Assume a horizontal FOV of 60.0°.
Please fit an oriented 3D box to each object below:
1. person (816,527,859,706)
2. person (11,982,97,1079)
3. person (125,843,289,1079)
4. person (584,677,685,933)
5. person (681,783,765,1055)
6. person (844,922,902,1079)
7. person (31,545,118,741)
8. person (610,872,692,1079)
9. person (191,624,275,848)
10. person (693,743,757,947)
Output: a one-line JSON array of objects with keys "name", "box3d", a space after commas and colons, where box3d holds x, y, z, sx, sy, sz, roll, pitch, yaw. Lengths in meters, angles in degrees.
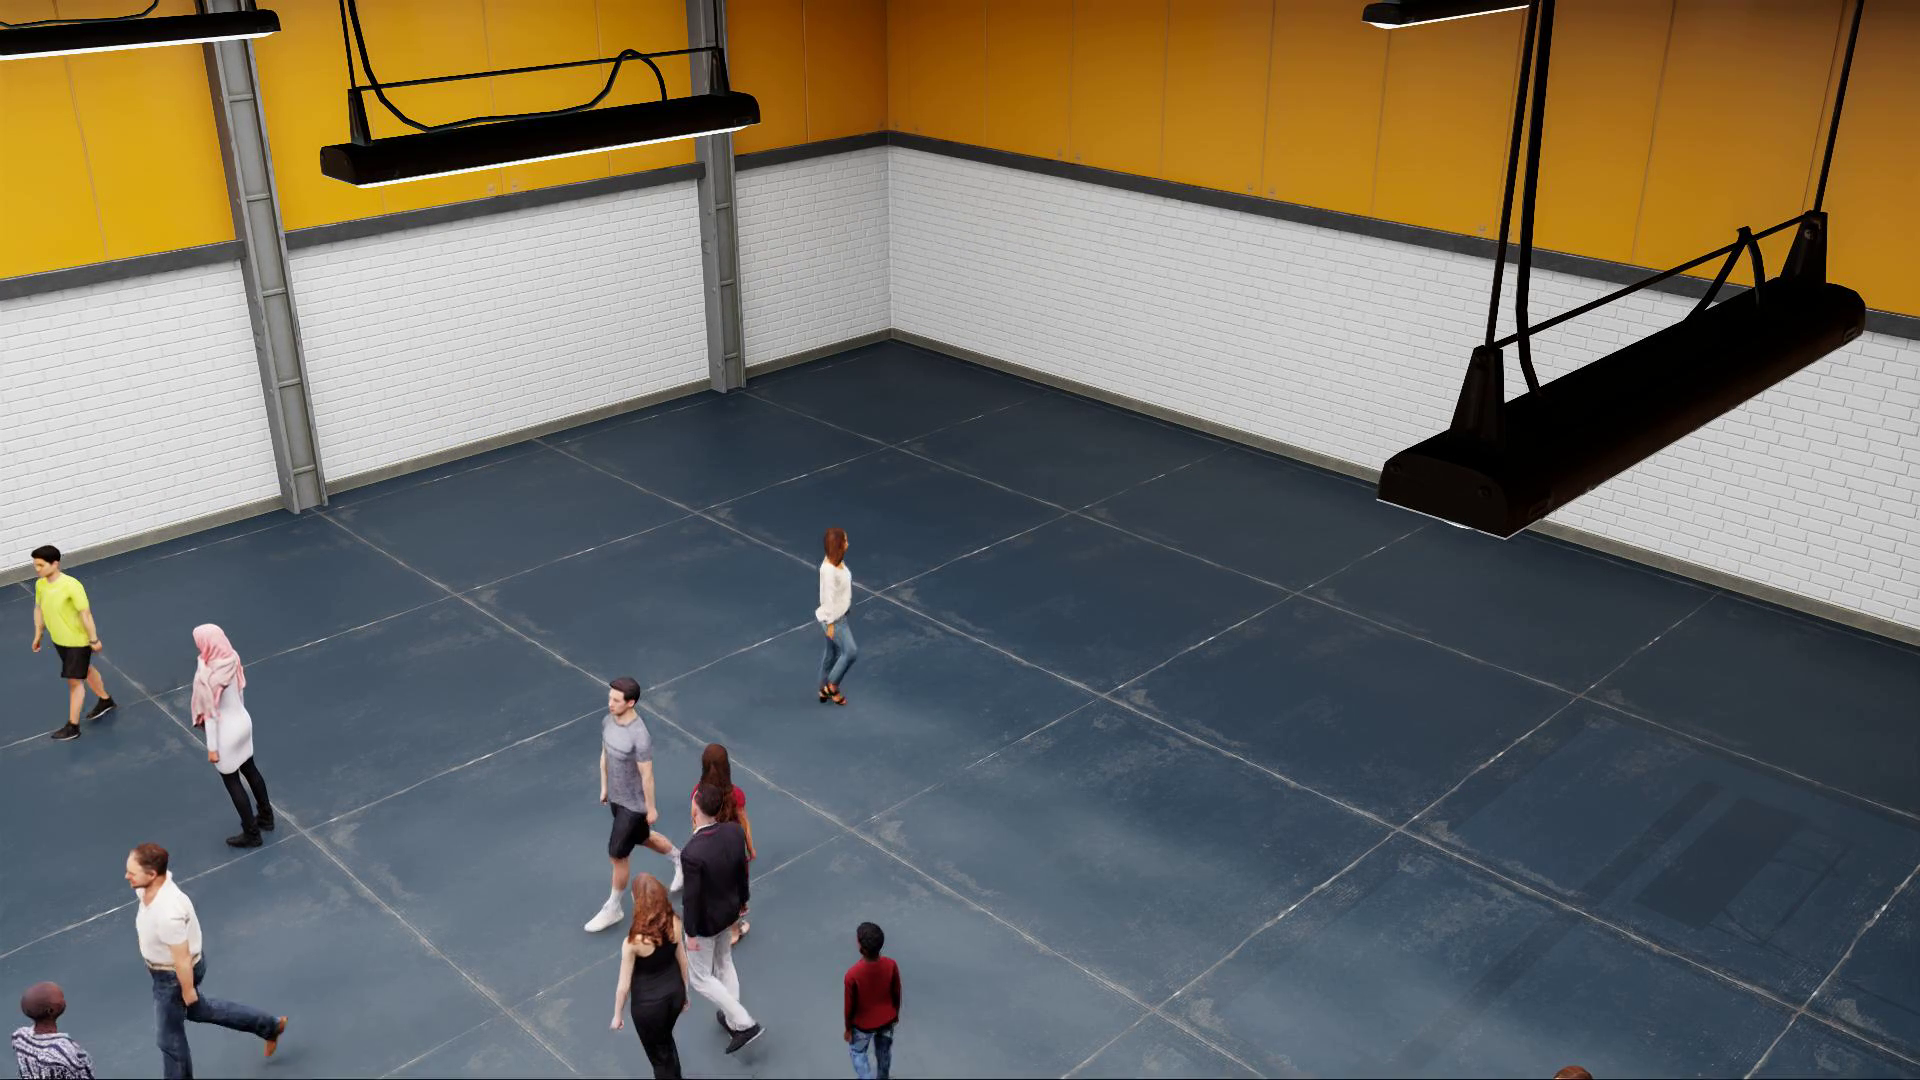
[{"name": "person", "box3d": [-1.166, 0.671, 14.324, 0.811, 1.673, 0.742, 1, 24, 3]}, {"name": "person", "box3d": [-4.663, 3.095, 8.644, 0.802, 1.781, 0.870, 8, 25, 18]}, {"name": "person", "box3d": [-4.537, 2.533, 9.870, 1.204, 1.829, 0.855, -14, 27, -29]}, {"name": "person", "box3d": [-2.215, 1.771, 11.593, 1.202, 1.844, 0.739, -18, 29, -36]}, {"name": "person", "box3d": [-1.487, 2.362, 10.286, 0.810, 1.809, 0.735, 13, 27, 27]}, {"name": "person", "box3d": [-0.493, 2.858, 9.854, 0.597, 1.245, 0.667, -11, 26, -24]}, {"name": "person", "box3d": [-7.456, 0.780, 14.068, 0.844, 1.677, 1.062, 11, 26, 23]}, {"name": "person", "box3d": [-1.685, 2.706, 9.587, 0.678, 1.738, 0.578, 19, 30, 37]}, {"name": "person", "box3d": [-5.431, 1.444, 12.397, 0.782, 1.799, 0.703, 3, 24, 6]}, {"name": "person", "box3d": [-1.624, 2.105, 11.209, 0.746, 1.540, 0.831, 6, 24, 14]}]
